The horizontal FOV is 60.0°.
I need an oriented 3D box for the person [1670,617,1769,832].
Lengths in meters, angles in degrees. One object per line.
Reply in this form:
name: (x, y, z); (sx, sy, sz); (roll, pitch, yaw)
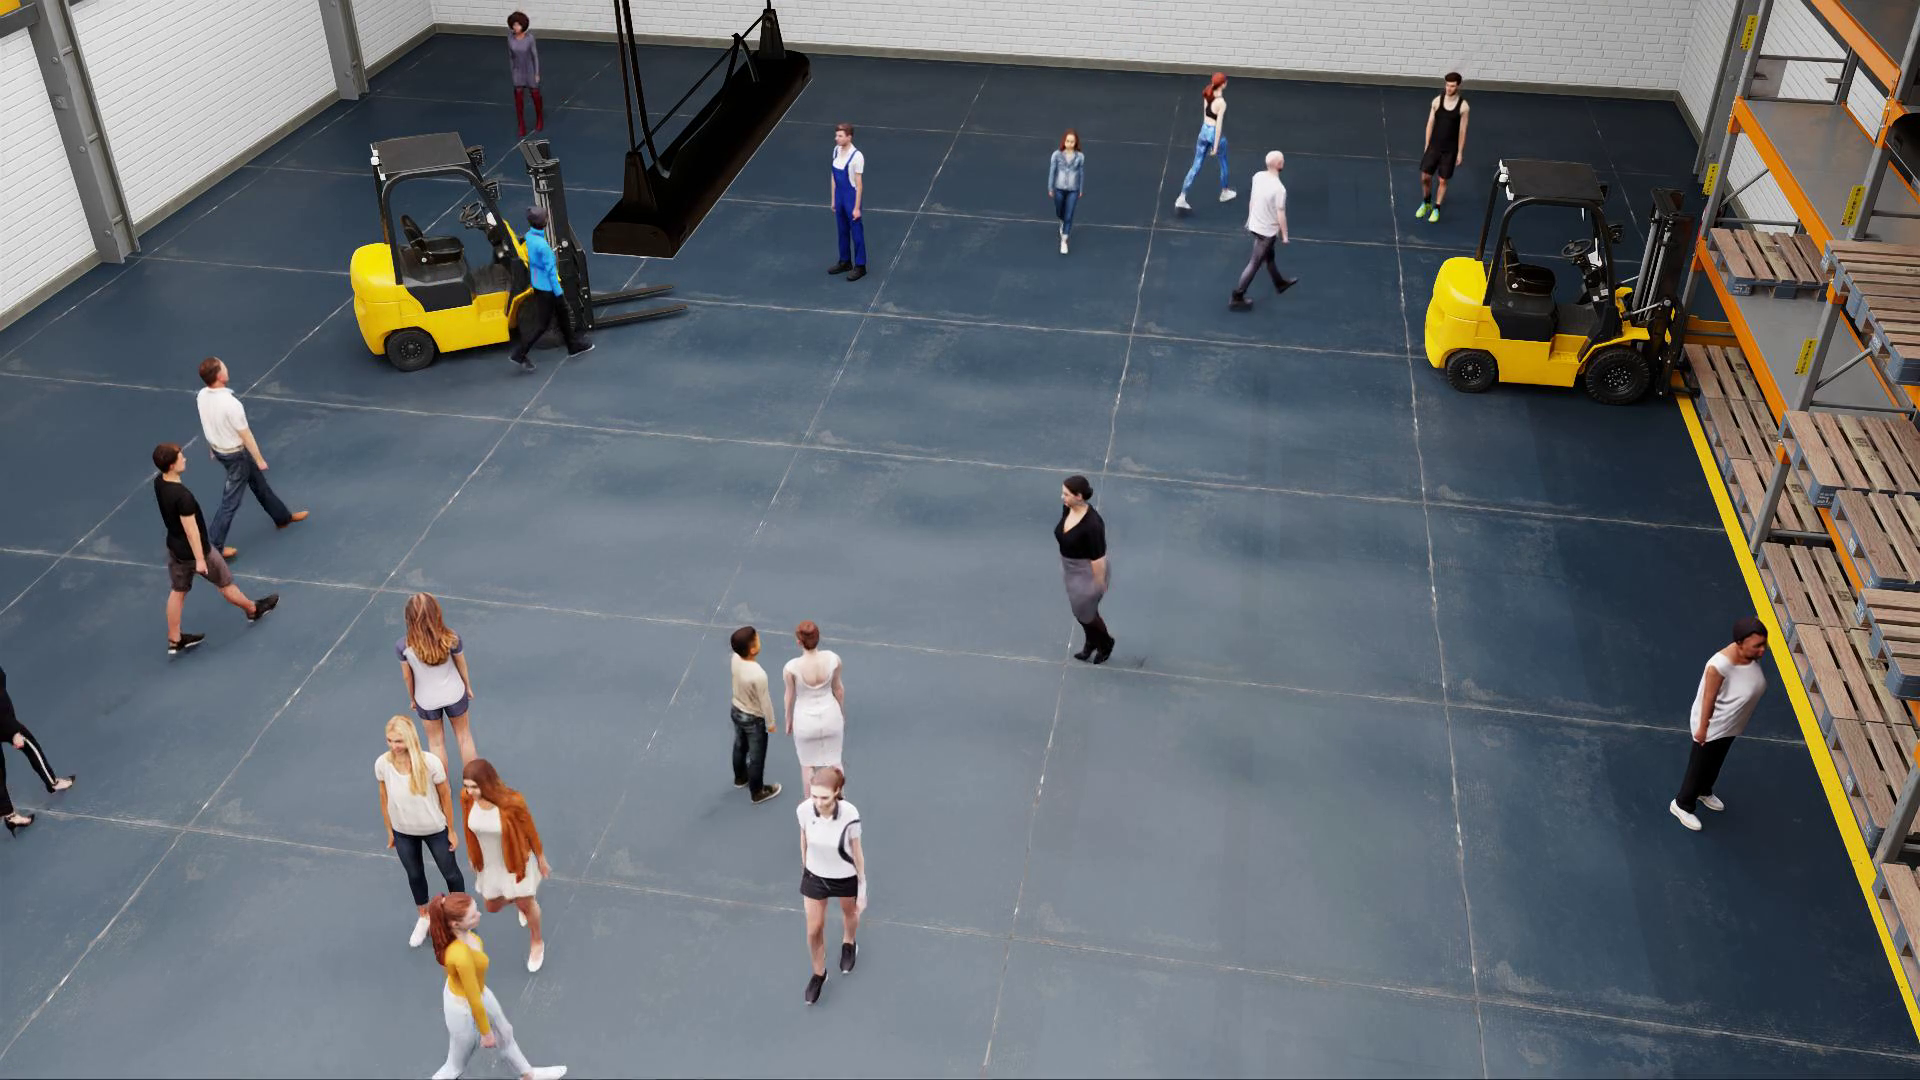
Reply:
person: (5.318, 1.243, 11.584); (0.750, 1.688, 0.819); (-24, 40, -31)

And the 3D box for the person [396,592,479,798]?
person: (-3.669, 1.106, 11.749); (0.680, 1.733, 0.696); (-11, 35, -16)

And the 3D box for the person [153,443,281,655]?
person: (-6.197, 0.093, 13.200); (1.083, 1.814, 1.307); (25, 41, 32)

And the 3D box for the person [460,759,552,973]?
person: (-2.854, 1.955, 10.498); (0.659, 1.704, 0.736); (3, 34, 5)

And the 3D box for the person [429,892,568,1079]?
person: (-2.873, 2.693, 9.381); (1.163, 1.712, 1.222); (-17, 37, -23)

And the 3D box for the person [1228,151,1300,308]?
person: (3.301, -3.407, 18.496); (1.154, 1.781, 1.232); (-13, 36, -19)

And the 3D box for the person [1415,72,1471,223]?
person: (6.031, -4.893, 20.641); (0.770, 1.880, 0.743); (17, 37, 24)

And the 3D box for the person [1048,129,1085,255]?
person: (1.287, -4.251, 20.061); (0.605, 1.453, 0.965); (4, 34, 6)

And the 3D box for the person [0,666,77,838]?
person: (-6.687, 1.351, 11.427); (0.655, 1.683, 0.845); (7, 34, 10)

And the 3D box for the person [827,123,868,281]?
person: (-1.286, -3.936, 19.229); (0.726, 1.850, 0.752); (29, 43, 36)

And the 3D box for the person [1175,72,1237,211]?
person: (3.070, -4.953, 20.867); (1.242, 1.731, 1.115); (-24, 41, -32)

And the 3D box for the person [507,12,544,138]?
person: (-6.060, -6.566, 23.334); (0.635, 1.686, 0.878); (3, 34, 4)

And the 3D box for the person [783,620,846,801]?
person: (-0.981, 1.279, 11.440); (0.652, 1.786, 0.651); (-7, 34, -11)

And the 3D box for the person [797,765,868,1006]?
person: (-0.760, 2.030, 10.362); (0.617, 1.730, 0.797); (2, 34, 3)

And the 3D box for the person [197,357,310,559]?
person: (-6.349, -0.664, 14.344); (1.113, 1.808, 1.356); (24, 41, 32)

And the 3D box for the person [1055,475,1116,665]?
person: (1.052, 0.247, 13.040); (0.888, 1.735, 0.813); (-15, 36, -21)

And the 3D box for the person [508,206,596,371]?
person: (-4.388, -2.586, 17.280); (1.188, 1.759, 1.164); (-19, 38, -26)

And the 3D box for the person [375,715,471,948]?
person: (-3.420, 1.838, 10.579); (0.635, 1.809, 0.559); (0, 34, 0)

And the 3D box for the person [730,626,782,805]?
person: (-1.509, 1.238, 11.798); (0.659, 1.458, 0.621); (-27, 42, -35)
